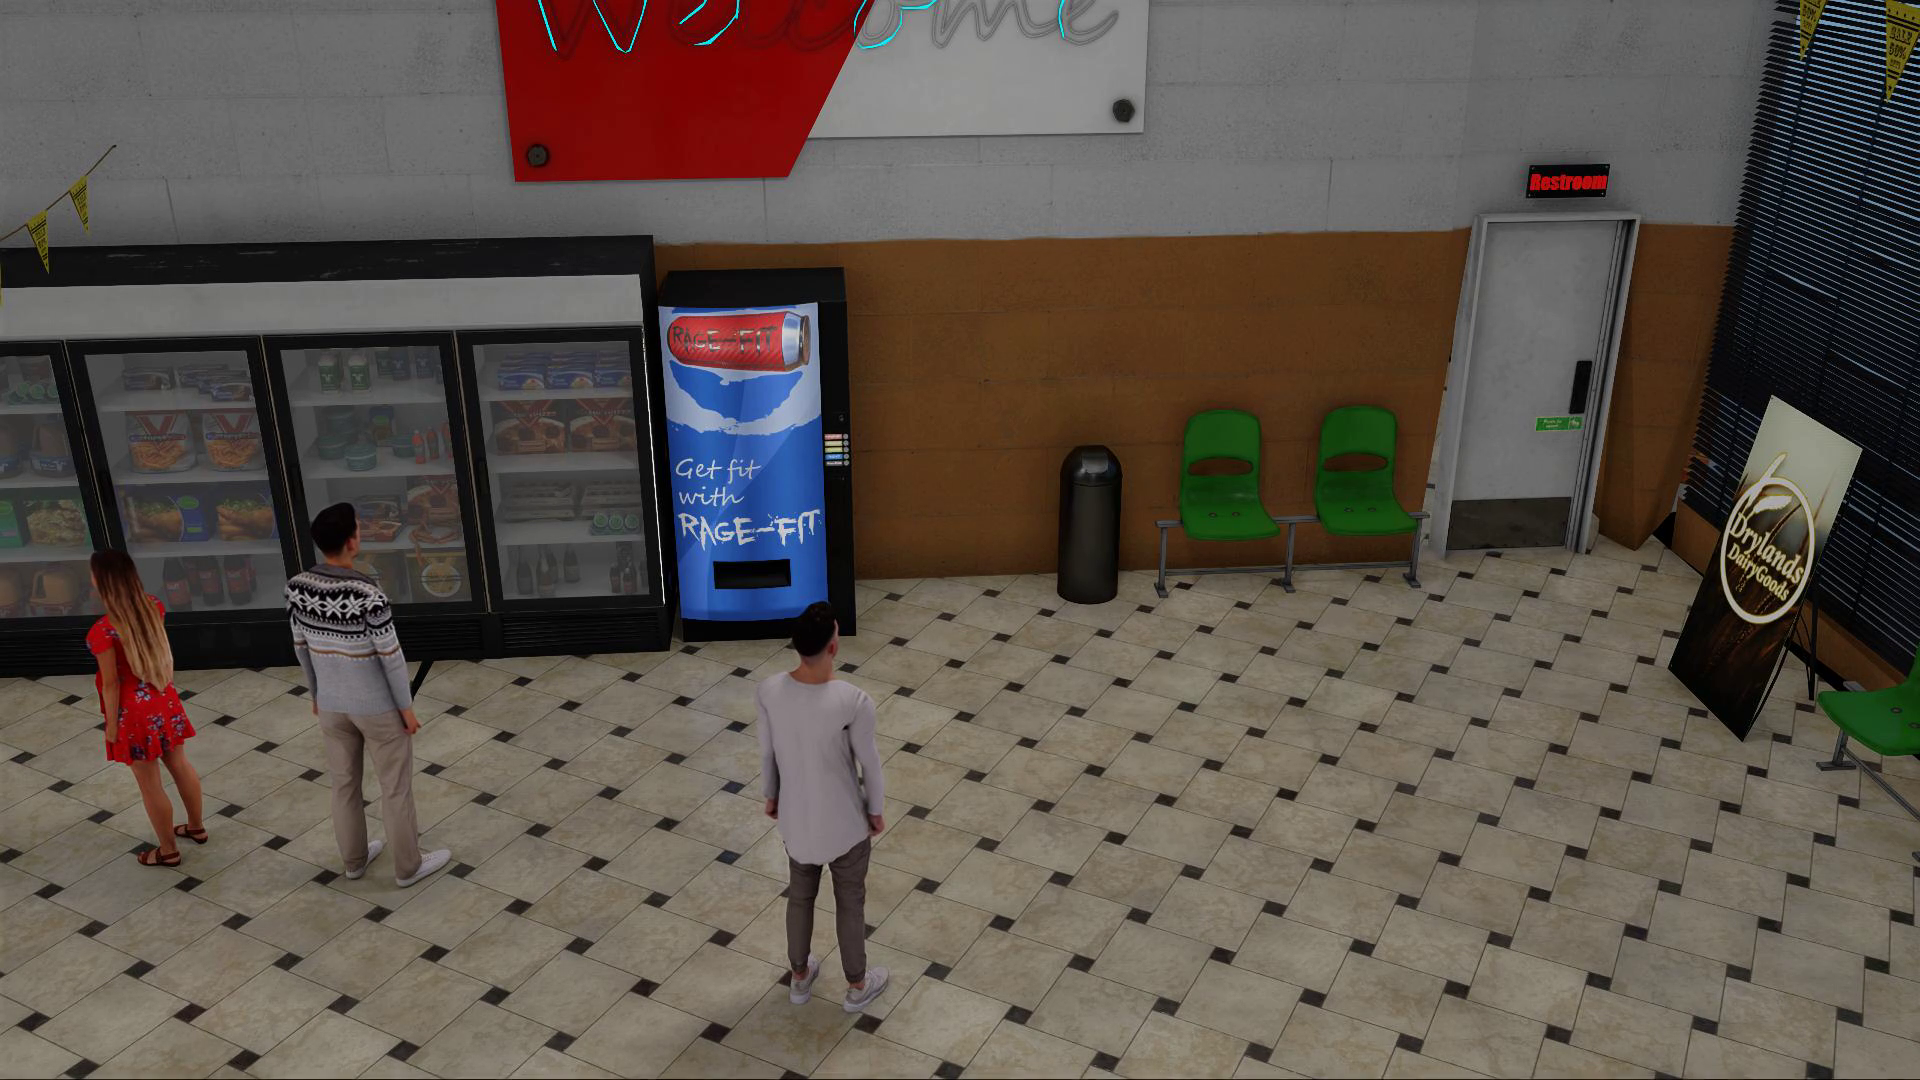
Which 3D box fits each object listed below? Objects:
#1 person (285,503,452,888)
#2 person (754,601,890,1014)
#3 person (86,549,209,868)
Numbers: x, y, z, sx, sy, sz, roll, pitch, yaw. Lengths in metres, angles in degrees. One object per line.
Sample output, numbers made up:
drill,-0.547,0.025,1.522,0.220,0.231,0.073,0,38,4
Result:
person,-2.703,0.715,7.475,0.755,1.861,0.701,6,24,14
person,-0.549,1.075,6.678,0.744,1.840,0.700,7,25,15
person,-3.764,0.773,7.676,0.706,1.593,0.600,8,25,17
